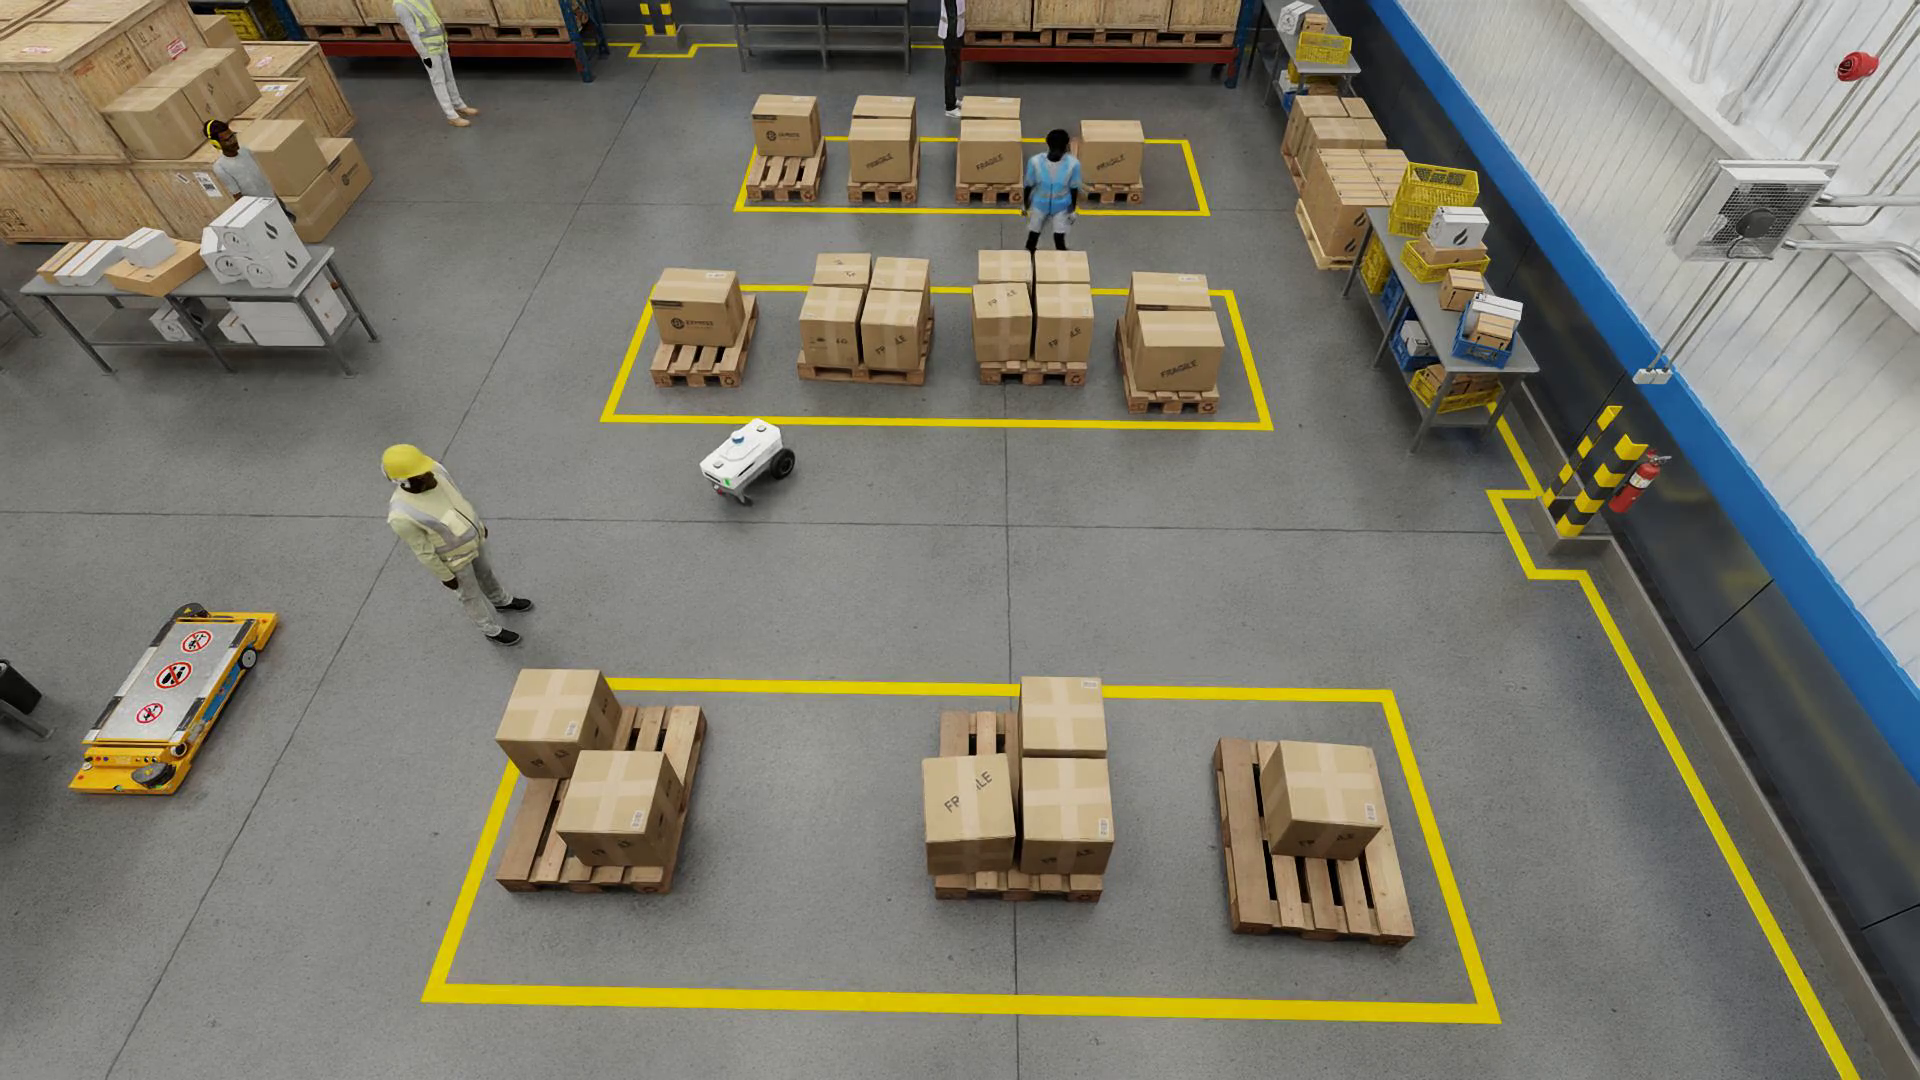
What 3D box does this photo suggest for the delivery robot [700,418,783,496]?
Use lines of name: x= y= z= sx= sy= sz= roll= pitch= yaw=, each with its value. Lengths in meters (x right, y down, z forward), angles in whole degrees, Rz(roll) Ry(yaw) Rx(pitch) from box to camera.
delivery robot: x=-1.831 y=-0.711 z=7.707 sx=0.477 sy=0.478 sz=0.707 roll=28 pitch=55 yaw=22

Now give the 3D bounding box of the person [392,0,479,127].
person: x=-6.673 y=-6.240 z=11.608 sx=0.429 sy=1.844 sz=0.626 roll=0 pitch=50 yaw=0

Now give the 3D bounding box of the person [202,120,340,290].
person: x=-6.778 y=-3.194 z=9.012 sx=0.328 sy=1.872 sz=0.513 roll=0 pitch=50 yaw=0

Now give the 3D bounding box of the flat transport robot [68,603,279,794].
flat transport robot: x=-5.504 y=1.072 z=6.442 sx=0.652 sy=0.197 sz=1.431 roll=1 pitch=50 yaw=1

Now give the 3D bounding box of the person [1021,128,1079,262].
person: x=0.905 y=-3.375 z=9.289 sx=0.573 sy=1.674 sz=0.392 roll=5 pitch=50 yaw=4

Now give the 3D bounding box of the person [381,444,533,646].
person: x=-3.451 y=0.036 z=6.300 sx=0.404 sy=1.837 sz=0.590 roll=0 pitch=50 yaw=0

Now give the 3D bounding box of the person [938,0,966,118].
person: x=-0.087 y=-6.459 z=11.742 sx=0.392 sy=1.922 sz=0.592 roll=0 pitch=50 yaw=0
